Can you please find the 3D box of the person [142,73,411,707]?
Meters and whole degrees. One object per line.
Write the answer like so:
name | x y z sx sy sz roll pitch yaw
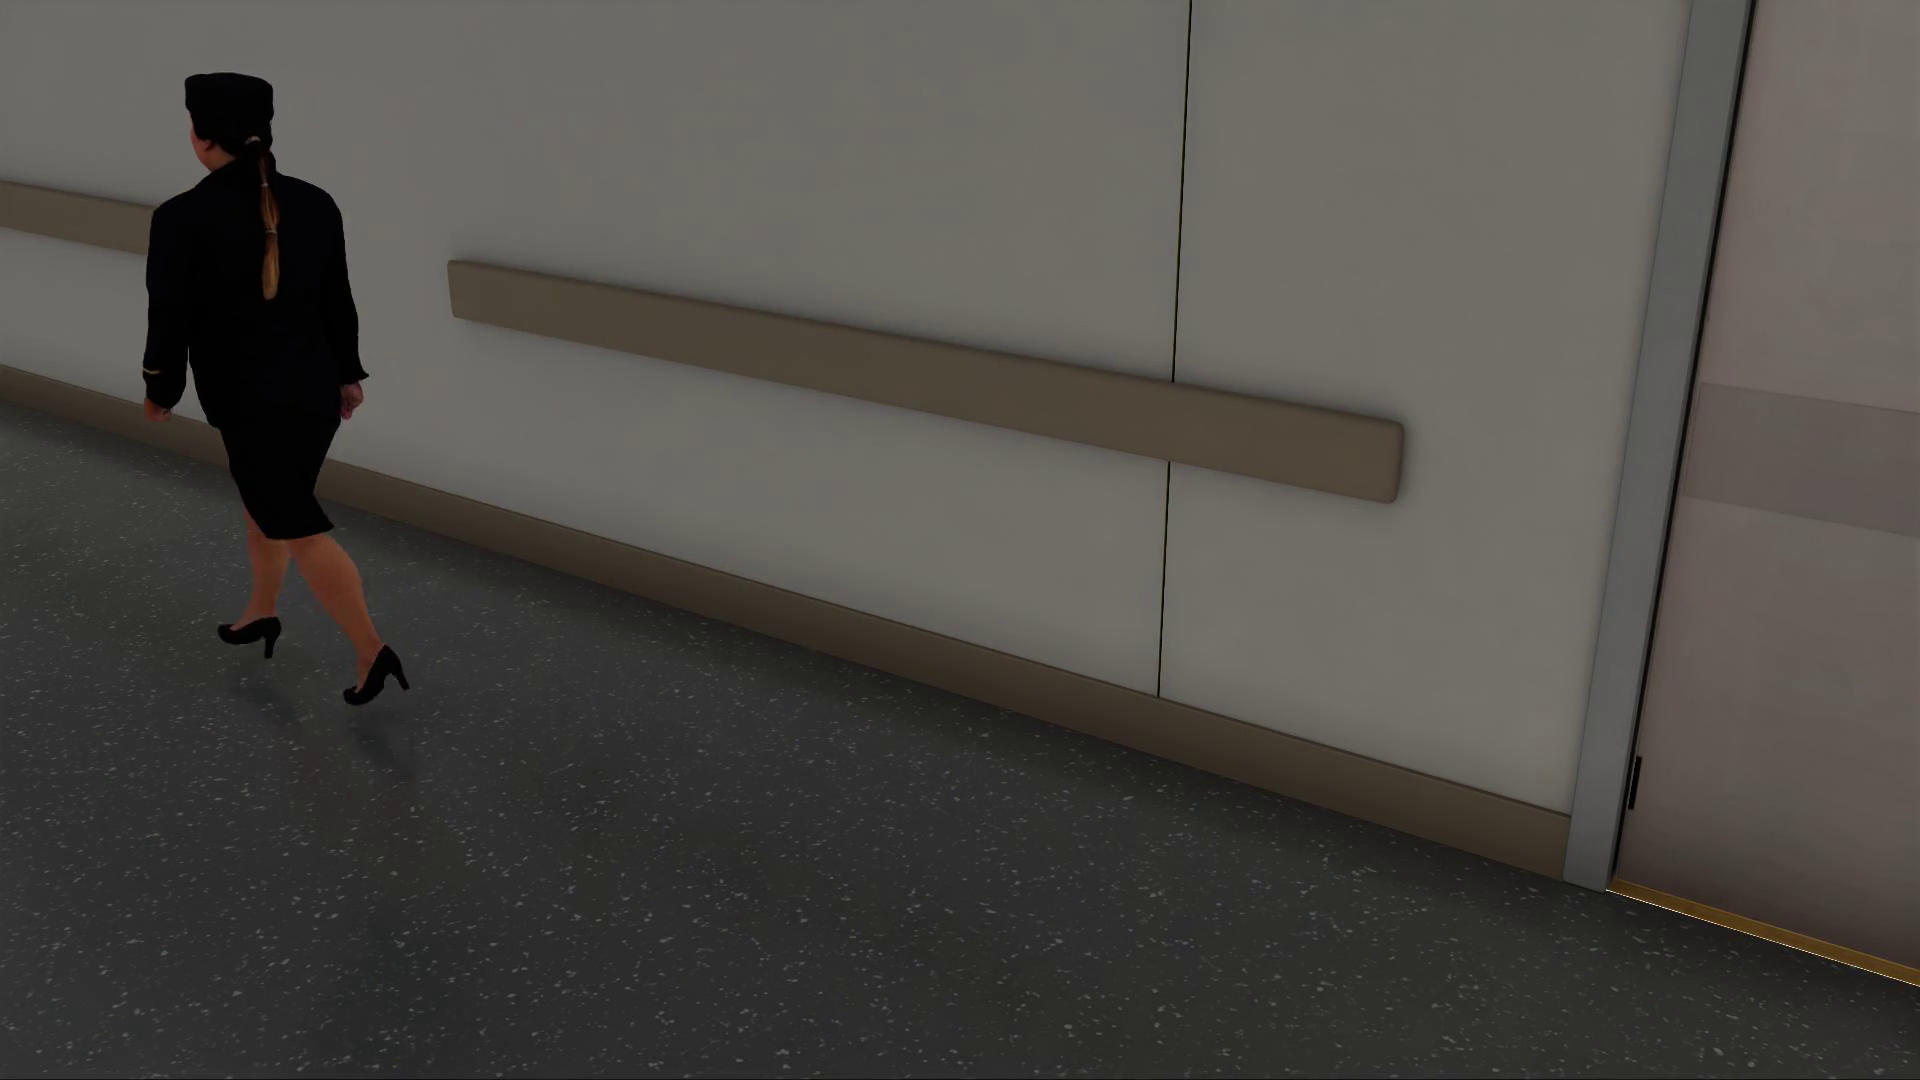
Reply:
person | -1.752 -0.323 4.322 0.848 1.634 1.045 10 23 25
